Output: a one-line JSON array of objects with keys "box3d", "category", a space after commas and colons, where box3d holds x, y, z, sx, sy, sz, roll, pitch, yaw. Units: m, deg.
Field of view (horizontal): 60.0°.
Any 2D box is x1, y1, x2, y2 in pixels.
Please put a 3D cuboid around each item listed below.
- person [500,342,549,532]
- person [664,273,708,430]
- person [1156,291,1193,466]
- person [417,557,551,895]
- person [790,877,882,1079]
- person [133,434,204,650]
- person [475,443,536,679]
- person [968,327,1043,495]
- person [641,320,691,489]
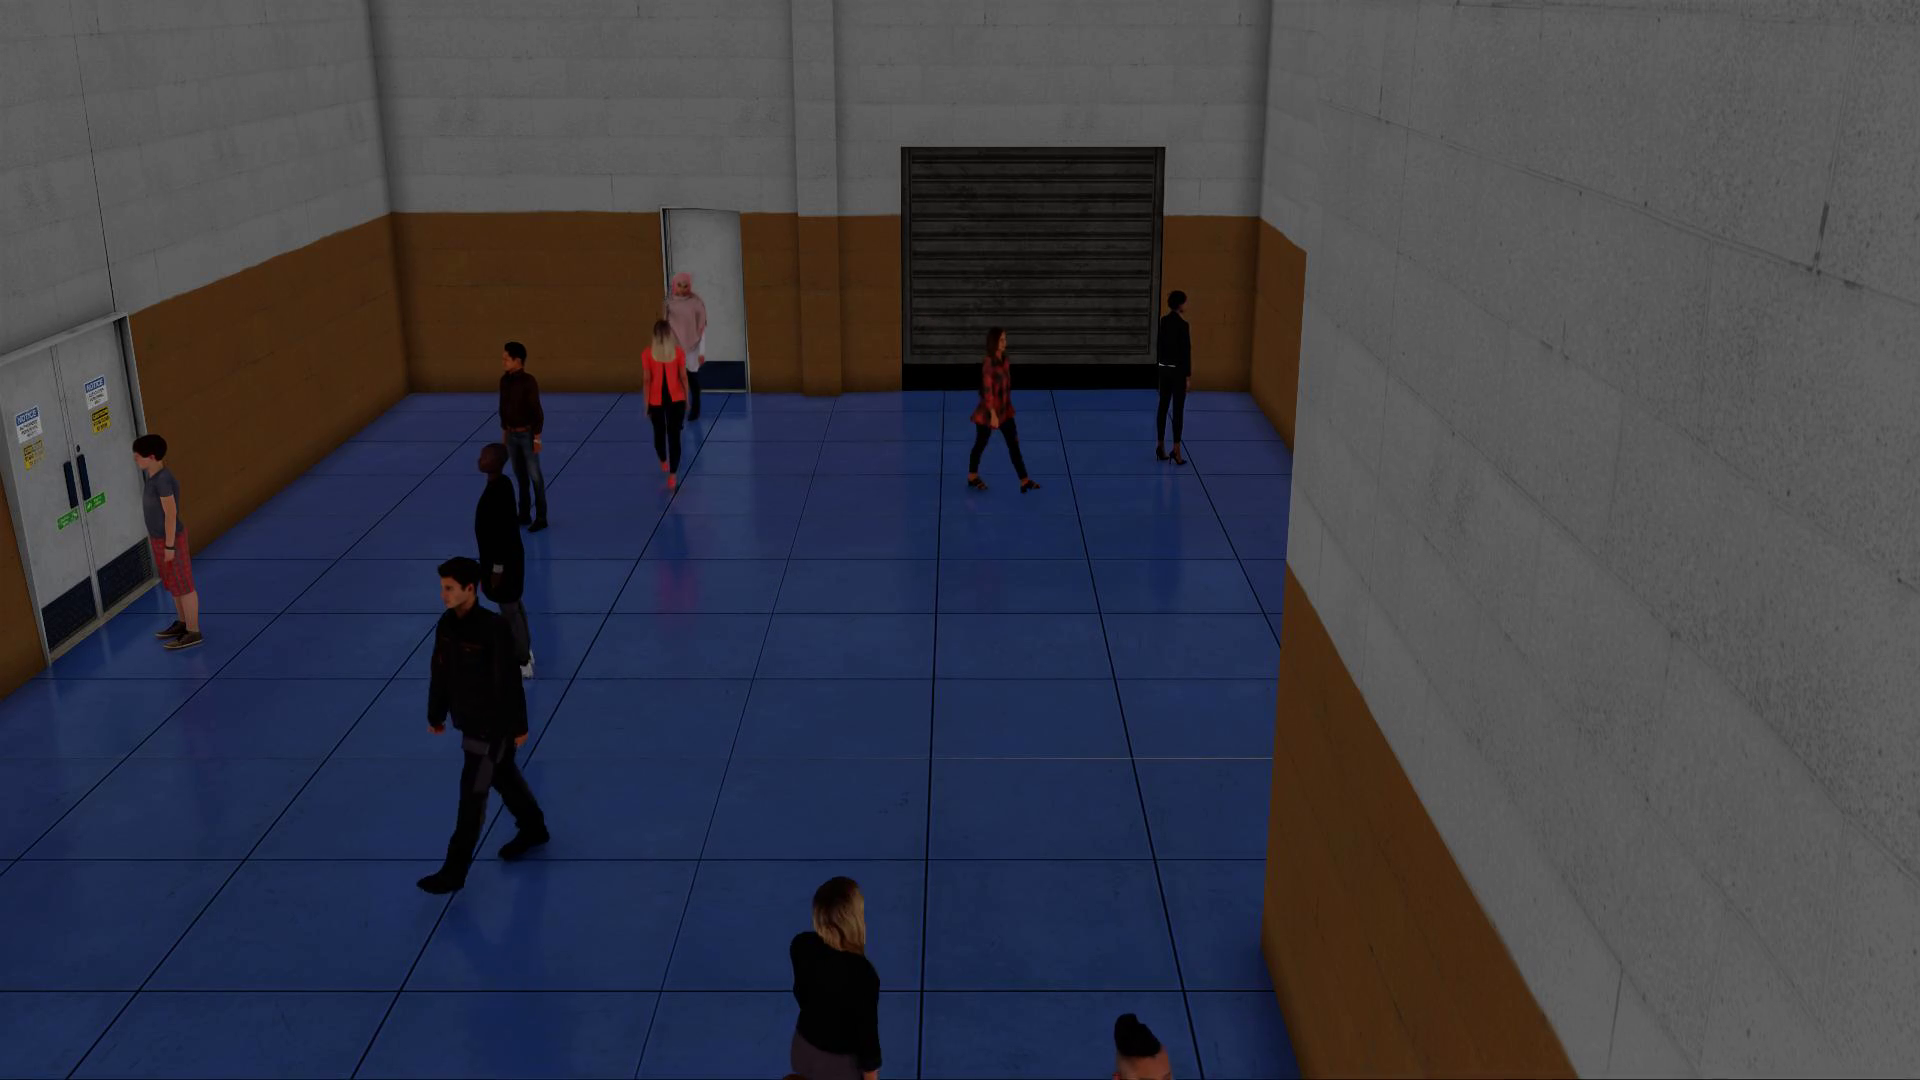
[{"box3d": [-4.030, -0.966, 15.367, 0.654, 1.778, 0.772, 12, 22, 32], "category": "person"}, {"box3d": [-3.118, -2.158, 18.941, 1.076, 1.754, 0.767, 3, 19, 9], "category": "person"}, {"box3d": [2.236, -1.706, 17.473, 0.697, 1.836, 0.677, -12, 22, -32], "category": "person"}, {"box3d": [-2.603, 0.986, 9.383, 1.231, 1.903, 1.240, 15, 23, 37], "category": "person"}, {"box3d": [-0.551, 2.103, 6.472, 0.814, 1.646, 0.746, -15, 24, -38], "category": "person"}, {"box3d": [-6.041, -0.008, 12.707, 0.698, 1.651, 0.667, -13, 22, -33], "category": "person"}, {"box3d": [-3.305, 0.144, 12.107, 0.593, 1.758, 0.674, -2, 19, -7], "category": "person"}, {"box3d": [0.264, -1.246, 16.396, 1.169, 1.651, 1.014, 12, 22, 32], "category": "person"}, {"box3d": [-2.933, -1.322, 16.634, 1.127, 1.644, 0.808, -3, 19, -9], "category": "person"}]
